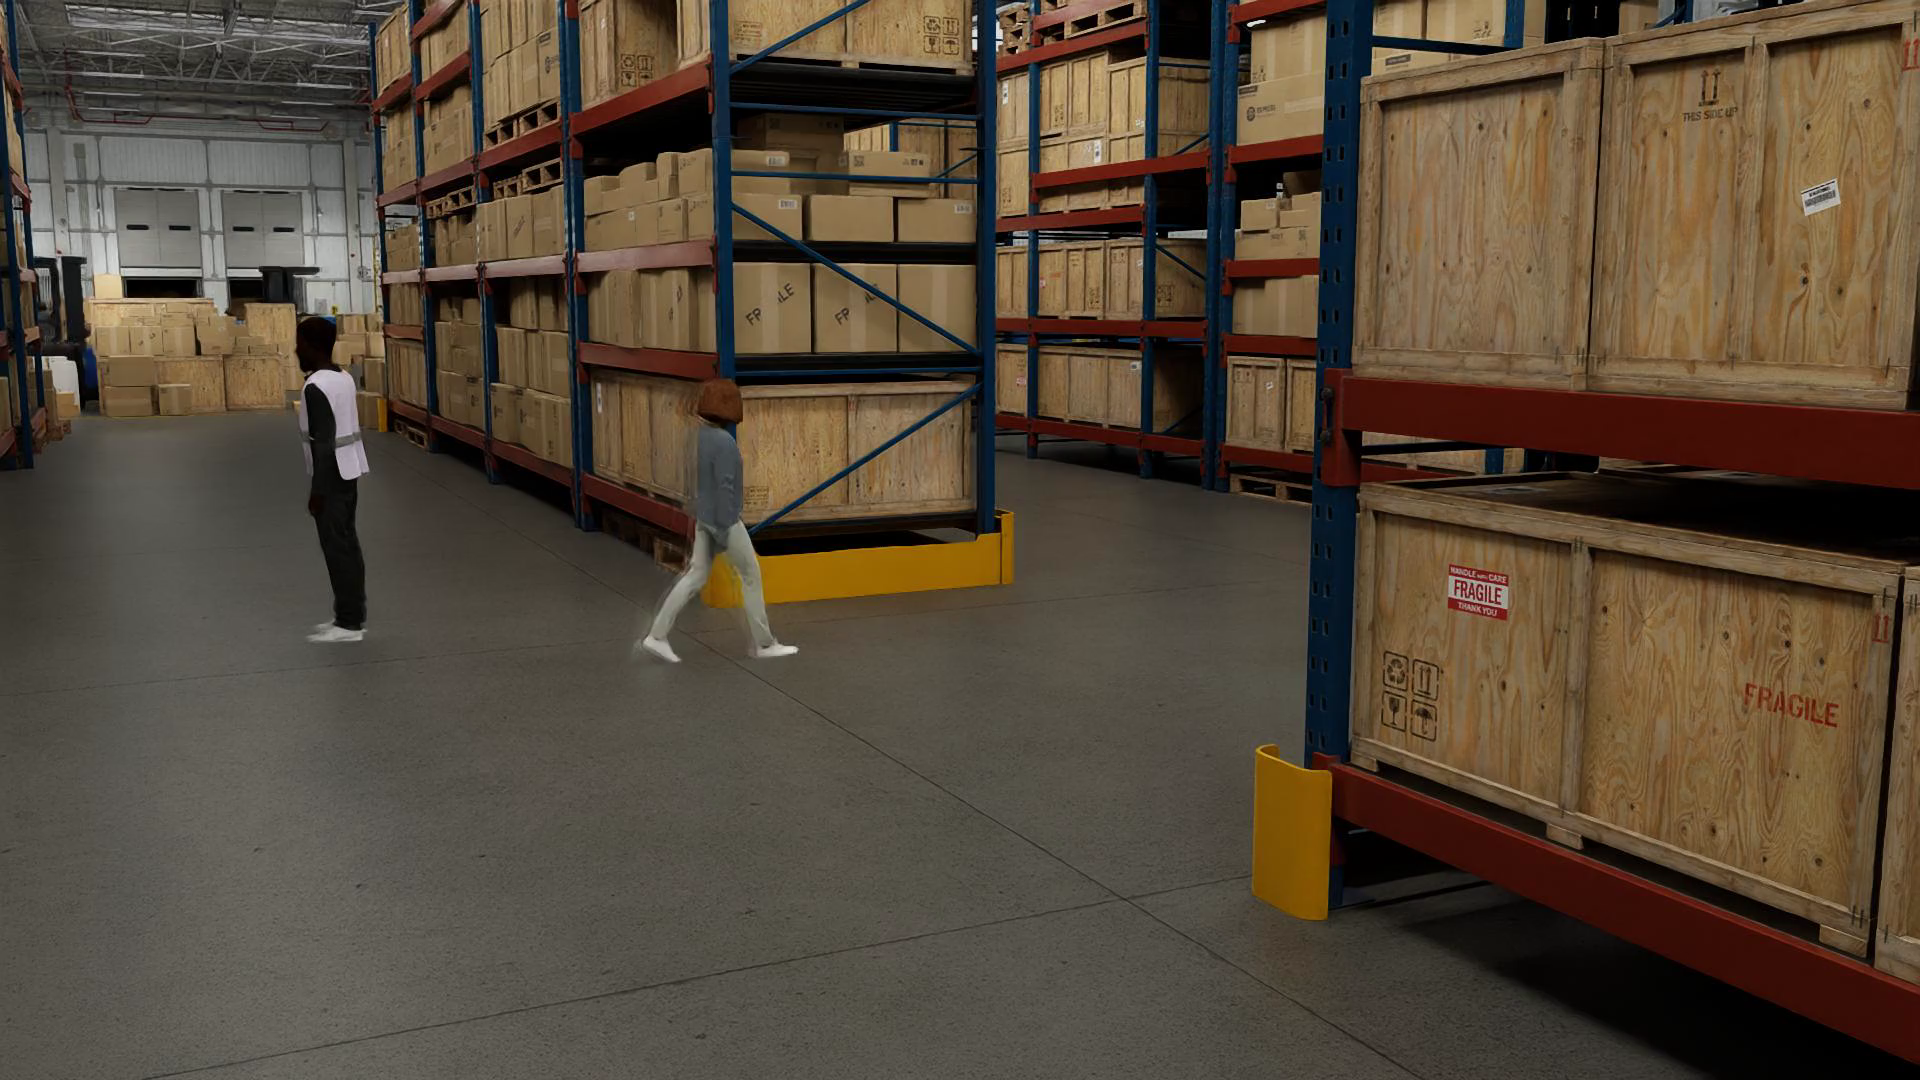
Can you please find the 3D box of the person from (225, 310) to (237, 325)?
[{"bbox_3d":[-27.157,-7.770,62.005,0.546,1.616,0.596,1,8,6],"label":"person"}]

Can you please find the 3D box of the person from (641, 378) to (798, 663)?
[{"bbox_3d":[-1.361,-0.103,9.216,0.855,1.595,0.500,-5,9,-29],"label":"person"}]

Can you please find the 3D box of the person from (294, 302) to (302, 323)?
[{"bbox_3d":[-21.733,-6.840,54.577,0.637,1.920,0.828,6,10,36],"label":"person"}]

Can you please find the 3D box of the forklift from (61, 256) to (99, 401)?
[{"bbox_3d":[-17.026,-4.059,32.076,1.873,2.768,1.129,-4,9,-27],"label":"forklift"}]

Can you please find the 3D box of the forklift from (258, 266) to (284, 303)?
[{"bbox_3d":[-17.061,-5.406,41.365,1.873,2.768,1.129,-6,10,-34],"label":"forklift"}]

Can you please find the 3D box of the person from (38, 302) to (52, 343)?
[{"bbox_3d":[-26.130,-5.819,47.441,0.635,1.938,0.361,1,8,4],"label":"person"}]

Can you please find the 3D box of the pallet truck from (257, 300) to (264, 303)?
[{"bbox_3d":[-23.913,-7.404,58.171,1.885,1.965,0.823,-1,8,-9],"label":"pallet truck"}]

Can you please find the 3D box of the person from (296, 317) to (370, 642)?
[{"bbox_3d":[-3.702,-0.355,9.841,0.372,1.916,0.596,-1,8,-6],"label":"person"}]
